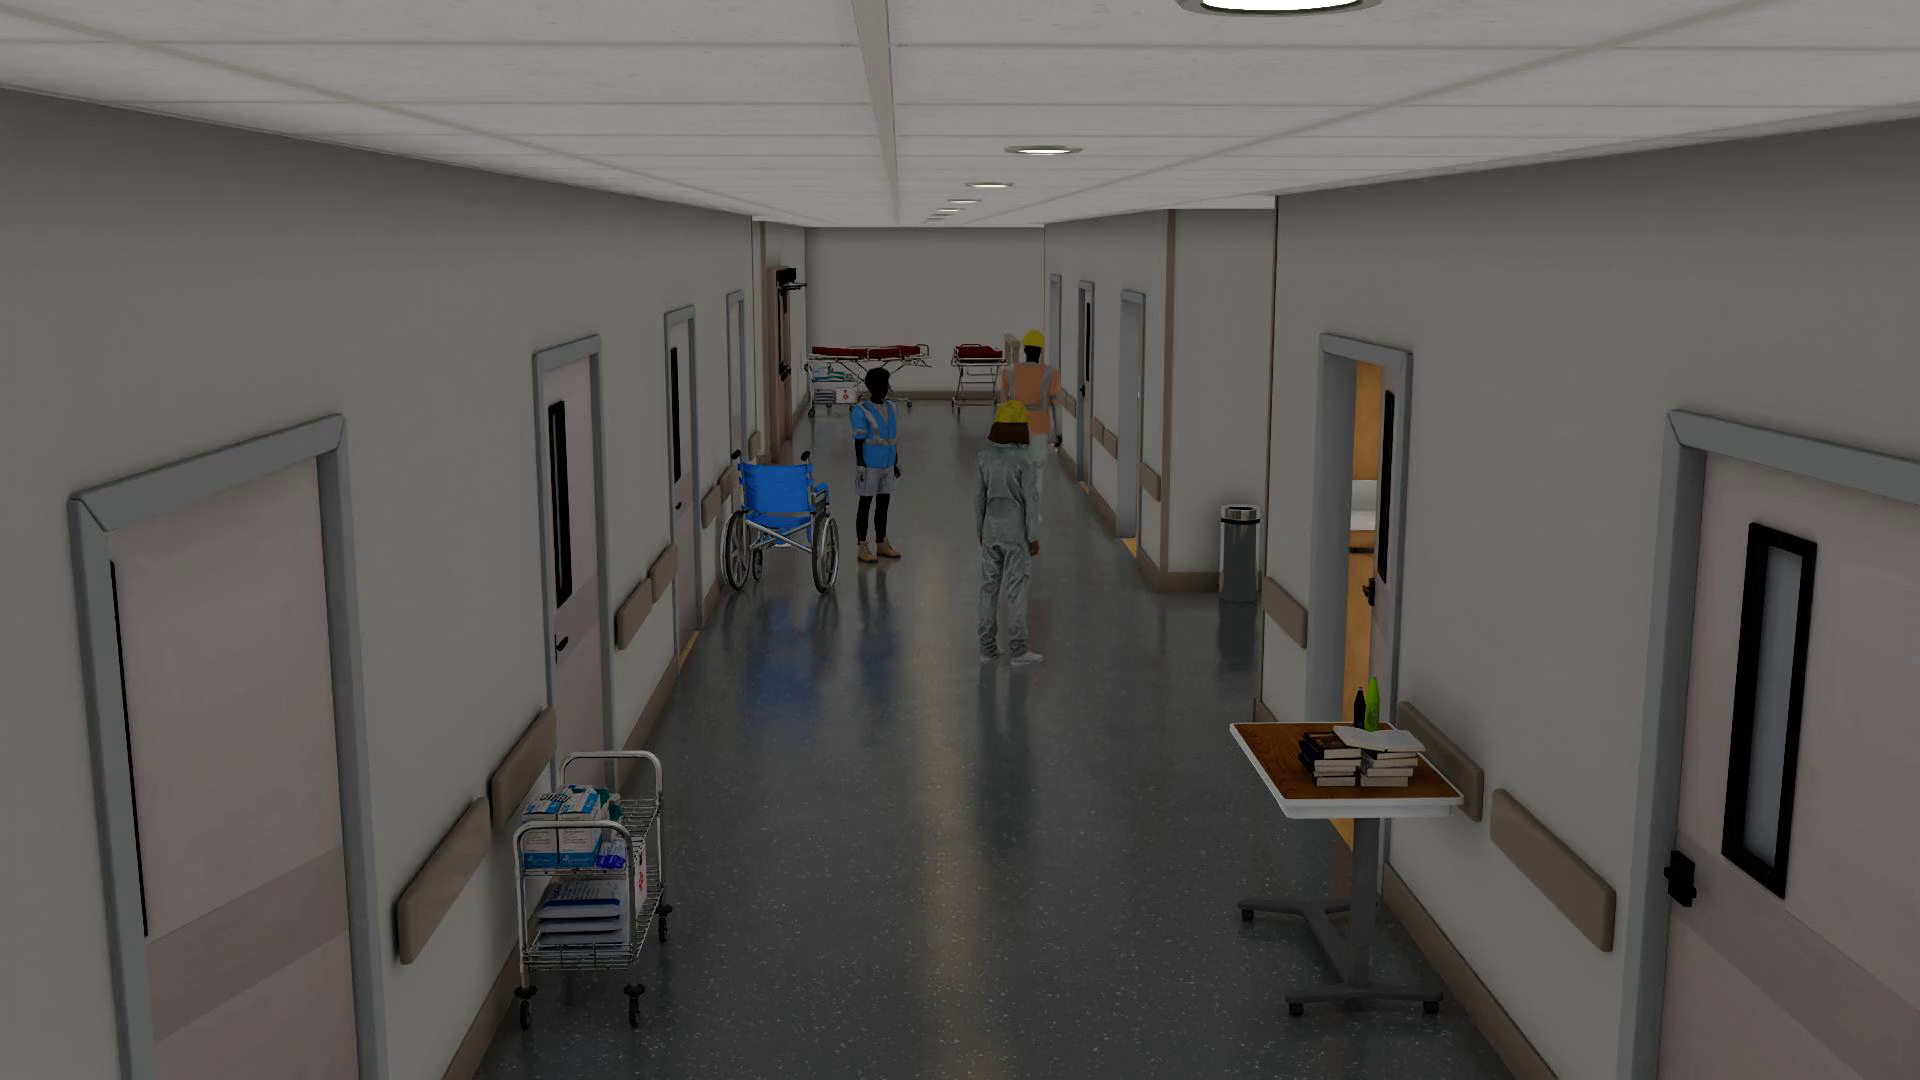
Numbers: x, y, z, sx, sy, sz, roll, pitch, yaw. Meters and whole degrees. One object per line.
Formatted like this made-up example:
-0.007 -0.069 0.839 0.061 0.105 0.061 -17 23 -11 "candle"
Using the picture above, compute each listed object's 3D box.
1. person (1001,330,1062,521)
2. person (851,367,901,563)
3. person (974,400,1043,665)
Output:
0.708 -1.116 16.452 0.606 1.901 0.428 3 11 15 "person"
-0.722 -0.657 14.474 0.319 1.698 0.532 9 13 40 "person"
0.322 -0.050 10.969 0.490 1.741 0.322 8 13 37 "person"
